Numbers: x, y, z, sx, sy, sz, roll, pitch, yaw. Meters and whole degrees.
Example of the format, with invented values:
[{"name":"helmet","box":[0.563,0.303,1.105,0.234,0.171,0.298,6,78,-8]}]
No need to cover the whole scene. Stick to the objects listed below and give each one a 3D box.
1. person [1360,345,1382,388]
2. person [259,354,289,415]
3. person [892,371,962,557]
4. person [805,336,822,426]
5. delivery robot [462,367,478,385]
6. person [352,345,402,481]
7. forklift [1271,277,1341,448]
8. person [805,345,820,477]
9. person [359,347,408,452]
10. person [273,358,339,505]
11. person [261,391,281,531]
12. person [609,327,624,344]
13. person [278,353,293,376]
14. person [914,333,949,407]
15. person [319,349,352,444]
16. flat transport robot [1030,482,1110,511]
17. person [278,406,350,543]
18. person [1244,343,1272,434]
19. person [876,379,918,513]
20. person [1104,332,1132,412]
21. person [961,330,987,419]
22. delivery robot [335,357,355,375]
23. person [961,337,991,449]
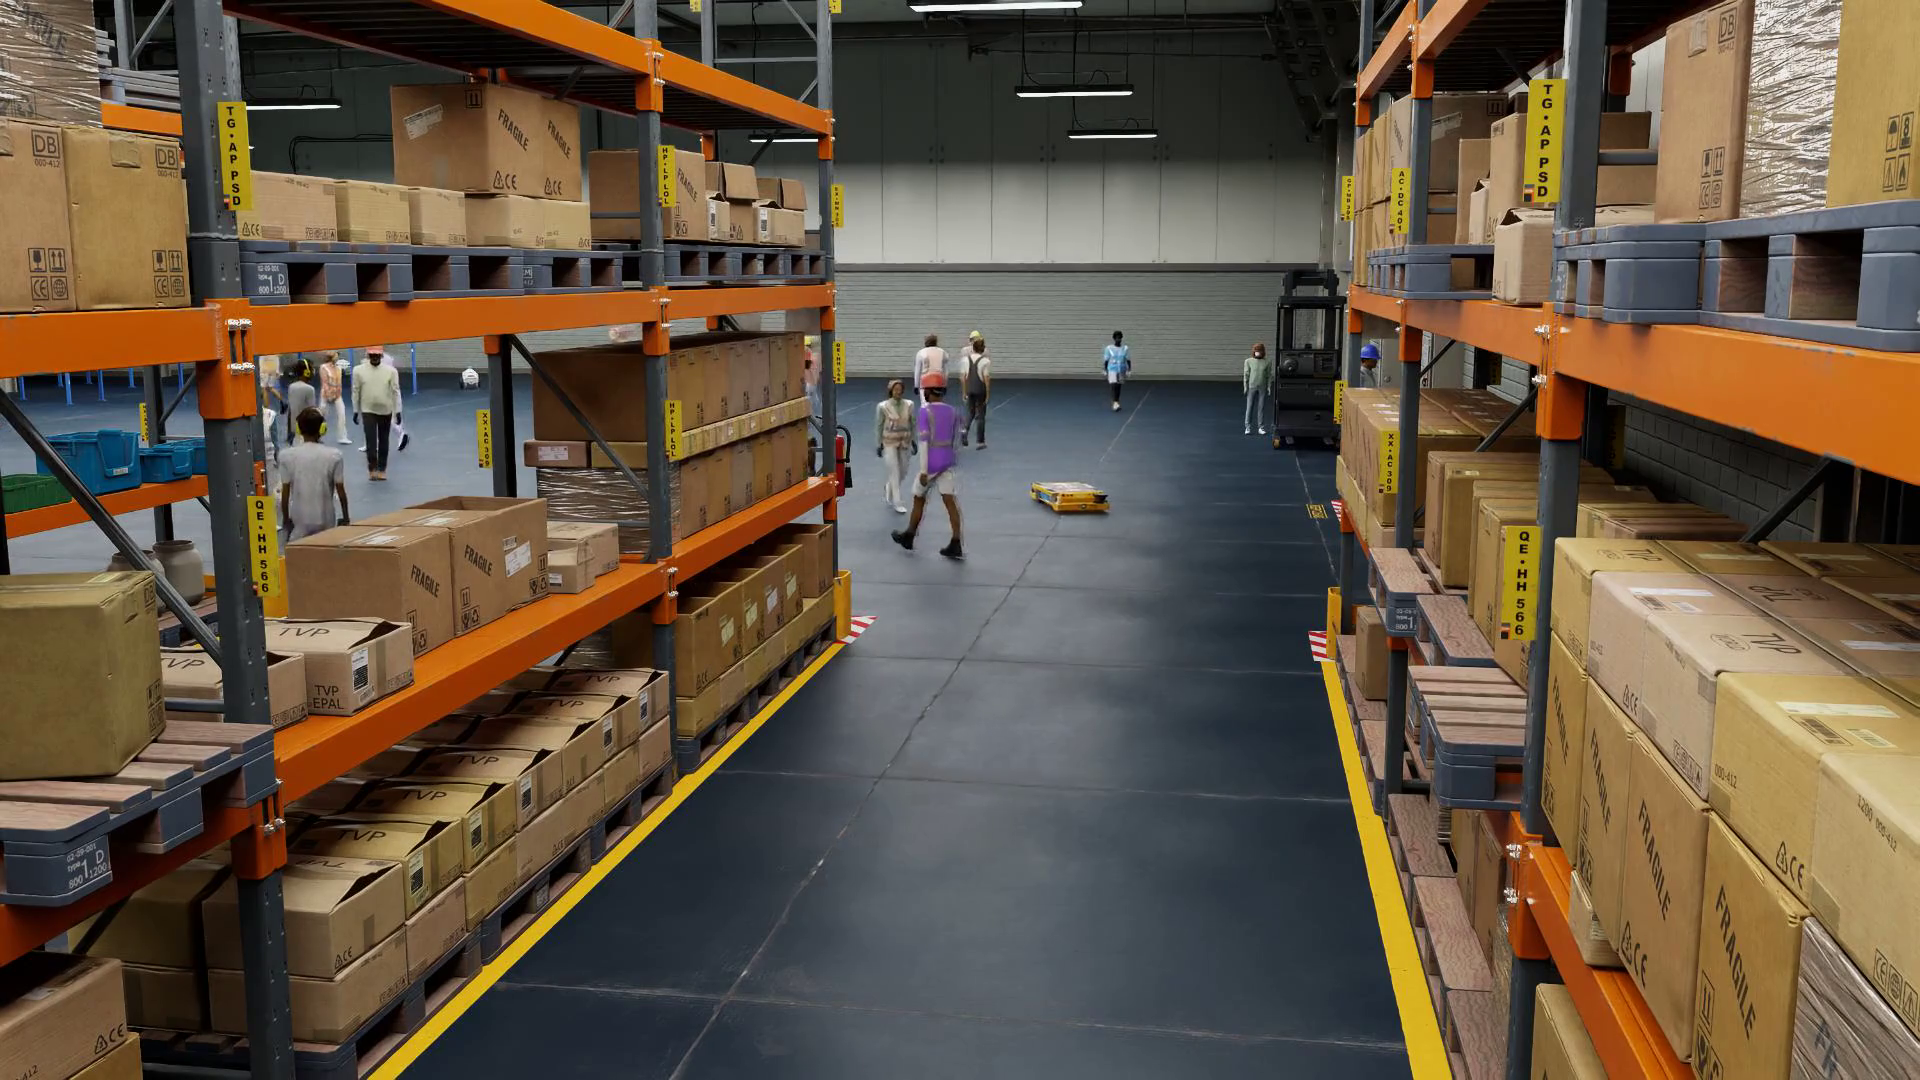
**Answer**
[{"name":"person","box":[5.375,-1.616,22.070,0.404,1.945,0.616,5,11,29]},{"name":"person","box":[-13.747,-3.381,33.053,0.548,1.924,0.545,3,10,18]},{"name":"person","box":[-0.298,-0.792,17.166,0.573,1.879,0.997,-8,12,-42]},{"name":"person","box":[-2.830,-2.912,30.779,0.930,1.714,0.551,-4,10,-23]},{"name":"delivery robot","box":[-12.169,-4.065,41.300,0.477,0.478,0.707,-3,10,-20]},{"name":"person","box":[-8.060,-1.776,23.032,0.640,1.946,1.001,-4,10,-22]},{"name":"forklift","box":[5.847,-3.016,27.970,1.129,2.768,1.873,1,9,9]},{"name":"person","box":[-2.078,-1.672,22.512,0.792,1.905,0.551,-2,9,-13]},{"name":"person","box":[-9.364,-2.349,26.847,0.866,1.868,0.644,5,10,26]},{"name":"person","box":[-8.299,-1.364,20.906,0.542,1.828,0.925,8,12,39]},{"name":"person","box":[-7.866,-0.902,18.611,0.517,1.641,0.308,-9,13,-44]},{"name":"person","box":[-6.446,-3.093,31.469,1.013,1.864,0.634,-8,12,-39]},{"name":"person","box":[-18.854,-5.526,46.275,0.584,1.918,0.381,-7,11,-36]},{"name":"person","box":[-0.482,-2.750,29.457,0.630,1.821,0.790,-5,11,-29]},{"name":"person","box":[-10.675,-2.425,28.105,0.773,1.607,0.518,4,10,25]},{"name":"flat transport robot","box":[1.361,-0.565,20.873,0.652,0.197,1.431,-2,9,-12]},{"name":"person","box":[-5.115,-0.129,13.194,0.528,1.854,0.417,-3,10,-16]},{"name":"person","box":[5.334,-2.711,29.794,0.501,1.631,0.285,0,9,0]},{"name":"person","box":[-0.792,-1.167,20.298,0.519,1.618,0.698,-5,10,-27]},{"name":"person","box":[3.291,-3.499,34.582,0.551,1.644,0.861,-2,9,-11]},{"name":"person","box":[0.283,-3.247,32.730,0.535,1.748,0.486,-1,9,-7]},{"name":"delivery robot","box":[-16.977,-4.778,45.700,0.707,0.478,0.477,6,11,32]},{"name":"person","box":[0.250,-2.407,27.308,0.526,1.830,0.559,4,10,25]}]
